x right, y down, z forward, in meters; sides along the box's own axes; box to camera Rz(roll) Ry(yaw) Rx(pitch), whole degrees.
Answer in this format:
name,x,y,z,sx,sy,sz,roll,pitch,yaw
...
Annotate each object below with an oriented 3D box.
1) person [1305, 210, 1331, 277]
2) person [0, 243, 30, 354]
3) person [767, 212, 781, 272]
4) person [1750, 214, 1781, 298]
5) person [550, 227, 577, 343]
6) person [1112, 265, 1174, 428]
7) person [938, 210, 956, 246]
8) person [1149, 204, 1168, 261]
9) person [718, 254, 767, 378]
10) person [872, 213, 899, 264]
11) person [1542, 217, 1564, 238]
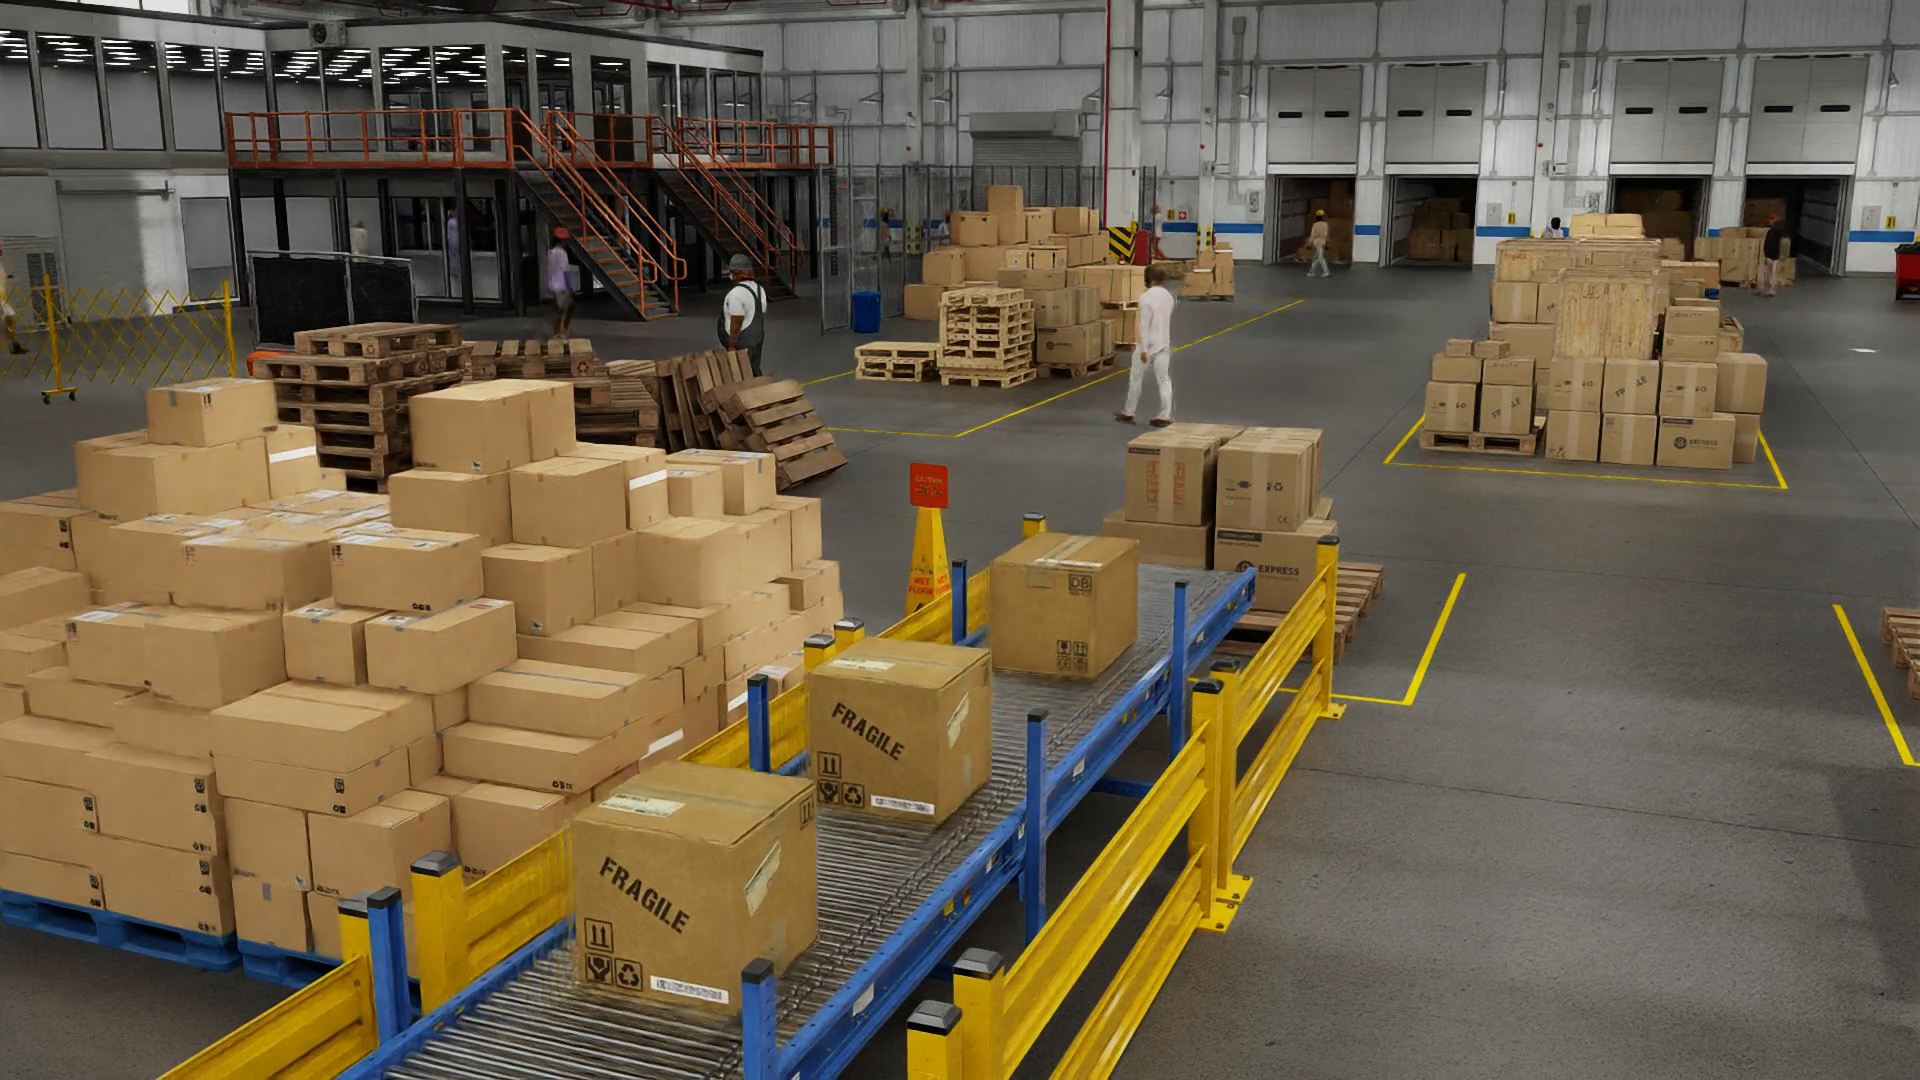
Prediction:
name,x,y,z,sx,sy,sz,roll,pitch,yaw
person,10.188,-8.380,47.015,0.585,1.891,0.955,-11,17,-41
person,-15.866,-3.976,27.260,0.948,1.903,0.543,2,13,8
person,-5.490,-8.596,48.117,0.649,1.832,0.572,-4,13,-17
person,19.117,-6.725,39.406,0.651,1.967,0.703,-10,16,-39
person,-6.852,-4.401,28.879,0.628,2.022,0.614,-5,14,-21
person,2.193,-2.298,19.701,0.648,1.897,0.934,-12,17,-42
person,-0.322,-8.304,46.683,0.558,1.899,0.977,-1,13,-6
person,6.188,-9.504,51.909,0.686,1.959,0.727,5,14,22
person,-2.595,-2.349,19.622,0.537,2.000,0.679,5,13,21
person,-2.420,-9.648,53.255,0.881,1.646,0.534,1,13,4
person,14.784,-7.116,41.455,0.619,1.845,0.430,-6,14,-26
